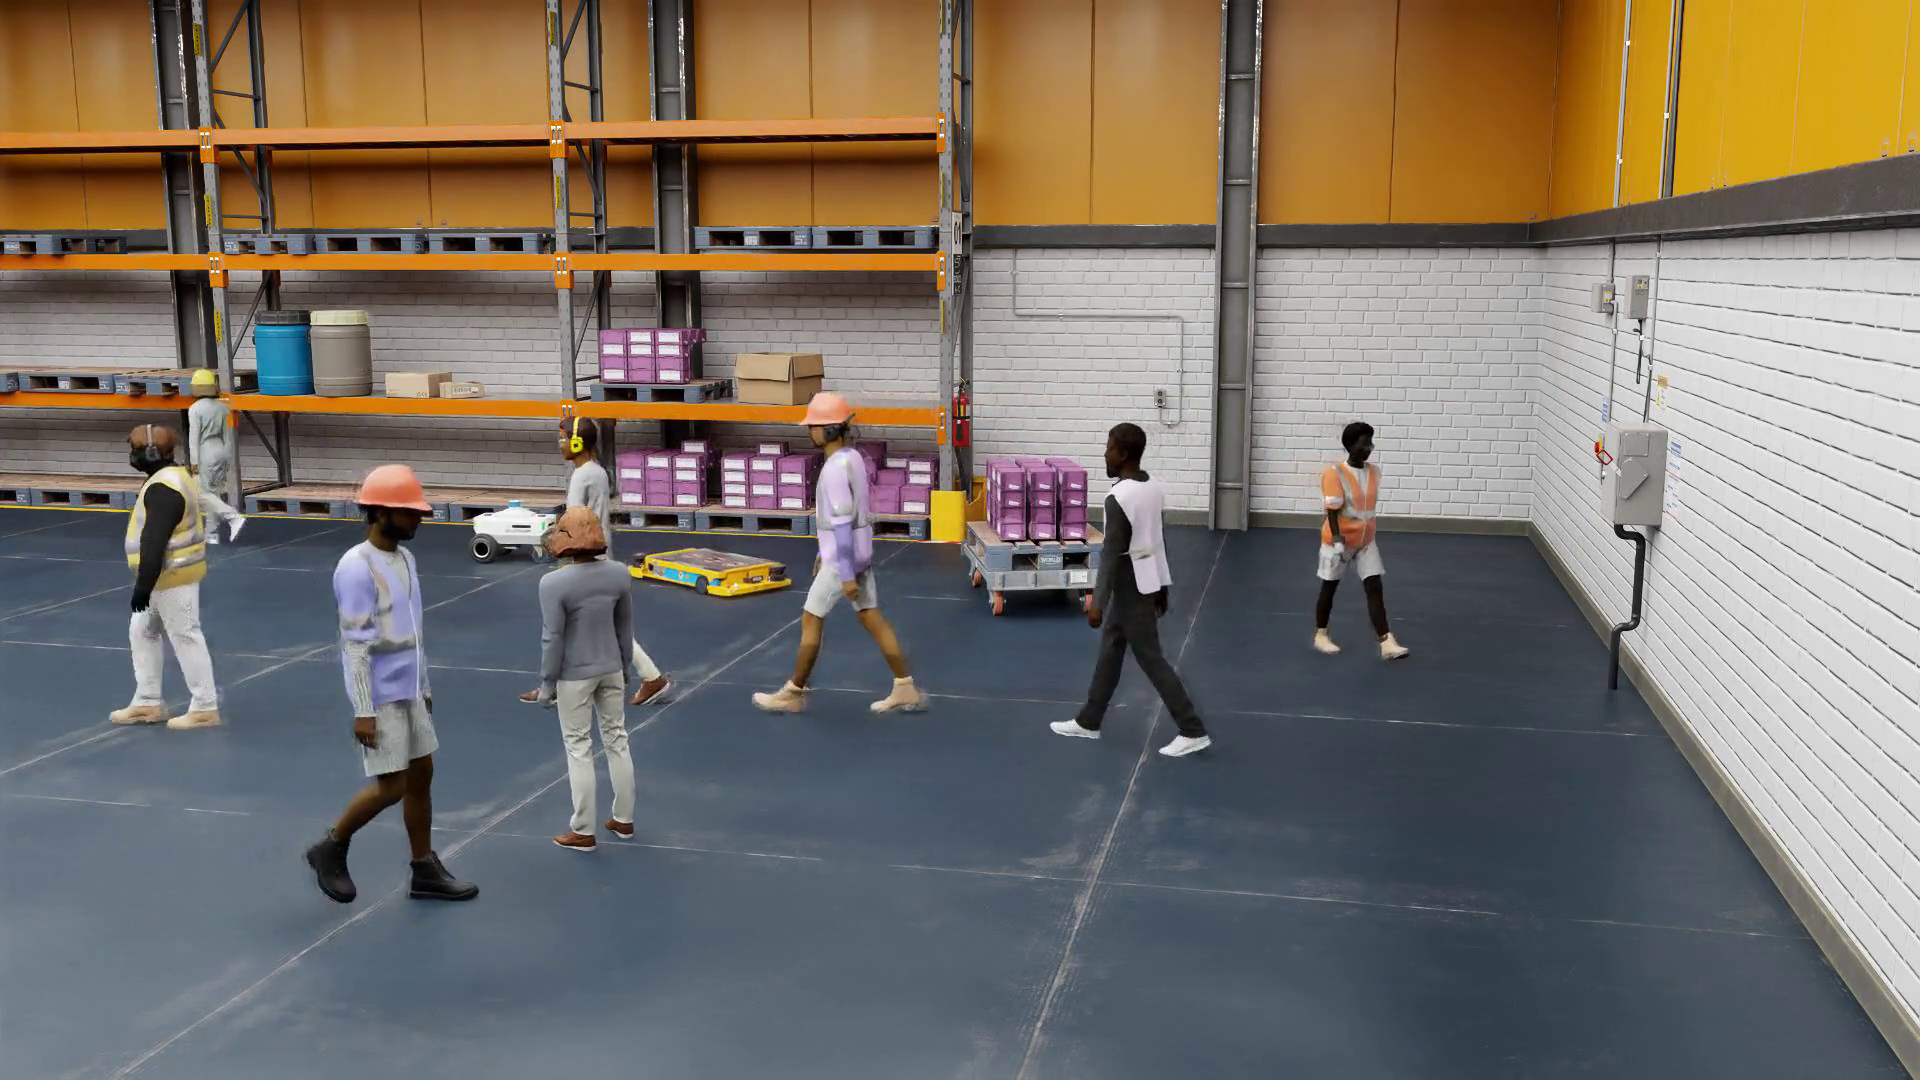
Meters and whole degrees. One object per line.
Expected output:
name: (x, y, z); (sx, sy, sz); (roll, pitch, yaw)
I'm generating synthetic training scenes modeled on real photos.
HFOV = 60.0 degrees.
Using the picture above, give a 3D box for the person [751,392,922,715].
person: (-0.714, 0.101, 10.085); (1.043, 1.995, 0.617); (2, 10, 11)

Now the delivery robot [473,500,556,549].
delivery robot: (-4.105, -0.124, 15.356); (0.707, 0.478, 0.477); (1, 10, 6)

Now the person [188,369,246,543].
person: (-7.246, -0.799, 16.165); (0.579, 1.722, 0.494); (2, 10, 14)

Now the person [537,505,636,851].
person: (-1.764, 0.651, 7.867); (0.271, 1.628, 0.518); (9, 13, 42)

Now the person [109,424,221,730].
person: (-4.764, 0.238, 9.756); (0.747, 1.816, 0.641); (-4, 11, -24)

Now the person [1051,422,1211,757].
person: (0.997, 0.275, 9.388); (0.999, 1.879, 0.602); (5, 11, 26)

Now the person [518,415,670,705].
person: (-2.277, 0.141, 10.313); (0.938, 1.833, 0.537); (-1, 10, -3)

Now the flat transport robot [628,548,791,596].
flat transport robot: (-2.157, 0.255, 14.229); (1.431, 0.197, 0.652); (9, 13, 43)

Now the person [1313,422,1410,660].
person: (2.757, 0.025, 11.474); (0.542, 1.661, 0.847); (-5, 11, -25)

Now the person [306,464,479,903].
person: (-2.444, 0.637, 7.072); (0.625, 1.922, 0.599); (1, 10, 8)
